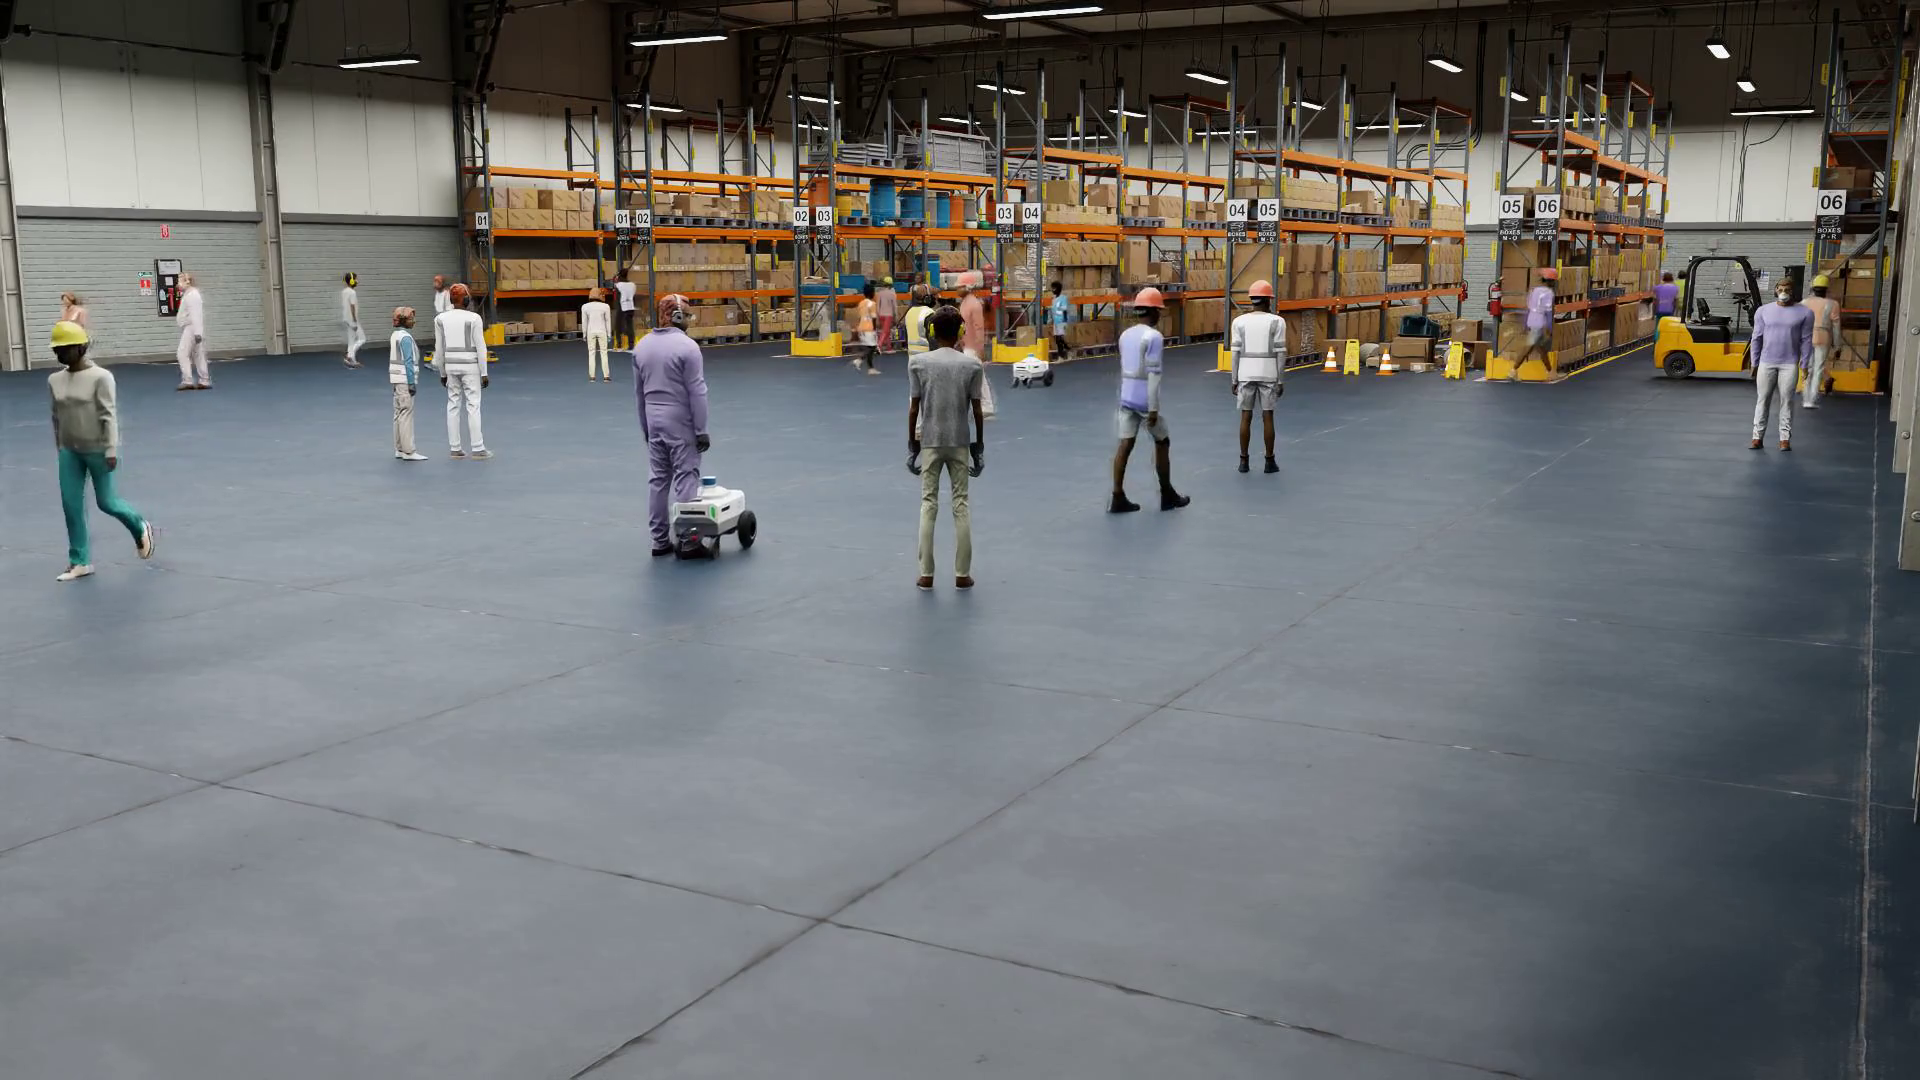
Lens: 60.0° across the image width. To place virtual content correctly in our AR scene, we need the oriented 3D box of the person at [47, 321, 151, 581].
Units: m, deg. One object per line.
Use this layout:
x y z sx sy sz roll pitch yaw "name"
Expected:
-5.918 -0.624 11.354 0.526 1.744 0.660 2 10 9 "person"

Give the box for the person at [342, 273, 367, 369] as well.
-11.716 -4.234 32.165 0.387 1.855 0.556 -8 13 -39 "person"

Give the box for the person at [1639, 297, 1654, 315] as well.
18.276 -6.372 44.371 0.628 1.966 0.777 -4 11 -23 "person"

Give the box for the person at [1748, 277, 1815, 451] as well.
9.201 -1.969 18.667 0.627 1.940 0.372 6 11 30 "person"

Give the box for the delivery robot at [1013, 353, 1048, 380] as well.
1.181 -2.860 27.653 0.477 0.478 0.707 6 11 30 "delivery robot"

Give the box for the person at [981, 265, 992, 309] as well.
0.781 -6.713 46.444 0.545 1.938 0.361 7 12 37 "person"

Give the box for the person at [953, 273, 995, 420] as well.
0.017 -2.530 21.909 1.001 1.942 0.641 -2 10 -13 "person"

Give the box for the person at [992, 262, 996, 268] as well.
1.230 -7.764 52.416 0.694 1.992 0.490 -4 10 -21 "person"

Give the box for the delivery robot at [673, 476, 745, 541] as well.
-1.840 -0.224 12.218 0.477 0.478 0.707 2 10 11 "delivery robot"

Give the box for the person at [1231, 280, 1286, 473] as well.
2.995 -1.637 16.735 0.547 1.934 0.376 3 10 18 "person"

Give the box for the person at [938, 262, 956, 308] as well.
-0.378 -7.175 49.009 0.644 1.980 0.518 4 11 23 "person"

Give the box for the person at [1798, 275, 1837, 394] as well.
13.429 -3.180 25.917 0.654 1.889 0.677 -4 11 -24 "person"

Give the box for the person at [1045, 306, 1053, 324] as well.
2.381 -5.828 41.566 0.589 1.835 0.404 8 12 38 "person"

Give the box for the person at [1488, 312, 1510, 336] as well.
14.908 -6.502 45.224 0.887 1.943 0.611 5 11 27 "person"

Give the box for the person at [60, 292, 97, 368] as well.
-14.317 -3.240 27.083 0.514 1.610 0.720 4 11 24 "person"

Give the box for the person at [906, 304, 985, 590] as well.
-0.098 -0.595 10.859 0.517 1.865 0.313 0 10 0 "person"

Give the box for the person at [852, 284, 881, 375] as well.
-1.712 -3.823 30.267 0.582 1.682 0.540 -7 12 -34 "person"

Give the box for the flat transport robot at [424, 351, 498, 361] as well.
-10.227 -3.769 34.079 1.431 0.197 0.652 5 11 28 "flat transport robot"

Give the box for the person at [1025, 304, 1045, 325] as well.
1.943 -6.079 42.728 0.630 1.938 0.366 5 11 25 "person"

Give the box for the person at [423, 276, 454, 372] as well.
-9.710 -4.092 31.498 0.583 1.803 1.067 8 13 40 "person"

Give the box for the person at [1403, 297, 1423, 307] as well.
12.609 -6.650 46.178 0.666 1.911 0.684 -3 10 -15 "person"

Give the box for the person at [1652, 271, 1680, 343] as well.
15.855 -5.113 37.362 0.559 1.835 0.439 6 11 31 "person"

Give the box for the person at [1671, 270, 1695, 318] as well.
18.233 -5.900 42.049 0.653 1.808 0.847 5 11 27 "person"

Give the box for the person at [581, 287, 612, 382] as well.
-6.311 -3.564 28.895 0.501 1.633 0.285 -1 10 -5 "person"

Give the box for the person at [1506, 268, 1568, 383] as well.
9.942 -3.685 28.619 1.121 1.981 0.626 -1 10 -4 "person"

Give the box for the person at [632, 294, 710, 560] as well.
-2.040 -0.812 12.007 0.636 1.903 0.405 7 12 35 "person"

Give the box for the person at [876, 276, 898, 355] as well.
-1.653 -4.944 36.702 0.531 1.736 0.823 7 12 34 "person"

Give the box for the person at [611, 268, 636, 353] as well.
-7.639 -5.185 37.621 0.808 1.885 0.611 8 13 39 "person"

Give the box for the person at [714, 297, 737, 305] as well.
-6.212 -6.188 43.729 0.611 1.807 0.618 3 10 18 "person"

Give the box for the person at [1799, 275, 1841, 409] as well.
12.288 -2.837 23.847 0.485 1.925 0.602 -8 12 -38 "person"

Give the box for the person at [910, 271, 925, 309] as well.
-0.921 -5.171 37.747 0.515 1.854 0.472 5 11 28 "person"

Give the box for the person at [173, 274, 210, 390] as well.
-12.581 -3.368 26.992 0.699 1.884 0.685 -5 11 -26 "person"

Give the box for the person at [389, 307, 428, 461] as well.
-5.932 -1.667 17.784 0.314 1.636 0.515 -6 11 -31 "person"

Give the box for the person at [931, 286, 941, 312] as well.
-0.396 -3.967 31.302 0.739 1.600 0.528 2 10 12 "person"

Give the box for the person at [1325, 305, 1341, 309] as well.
9.224 -5.723 40.889 0.515 1.858 0.478 6 11 31 "person"

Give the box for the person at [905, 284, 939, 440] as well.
-0.394 -2.079 19.592 0.429 1.845 0.621 -6 11 -31 "person"

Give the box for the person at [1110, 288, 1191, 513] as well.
1.628 -1.188 14.193 0.893 1.897 0.562 -6 12 -33 "person"

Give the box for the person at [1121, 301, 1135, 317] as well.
4.471 -6.217 44.148 0.485 1.720 0.715 5 11 25 "person"

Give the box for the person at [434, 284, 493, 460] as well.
-5.315 -1.794 17.808 0.572 1.883 0.356 2 10 13 "person"

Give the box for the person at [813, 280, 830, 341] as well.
-3.156 -5.313 39.215 0.547 1.592 0.842 4 10 22 "person"

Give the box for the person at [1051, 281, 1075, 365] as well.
2.006 -4.350 33.346 0.371 1.676 0.552 -5 11 -25 "person"
